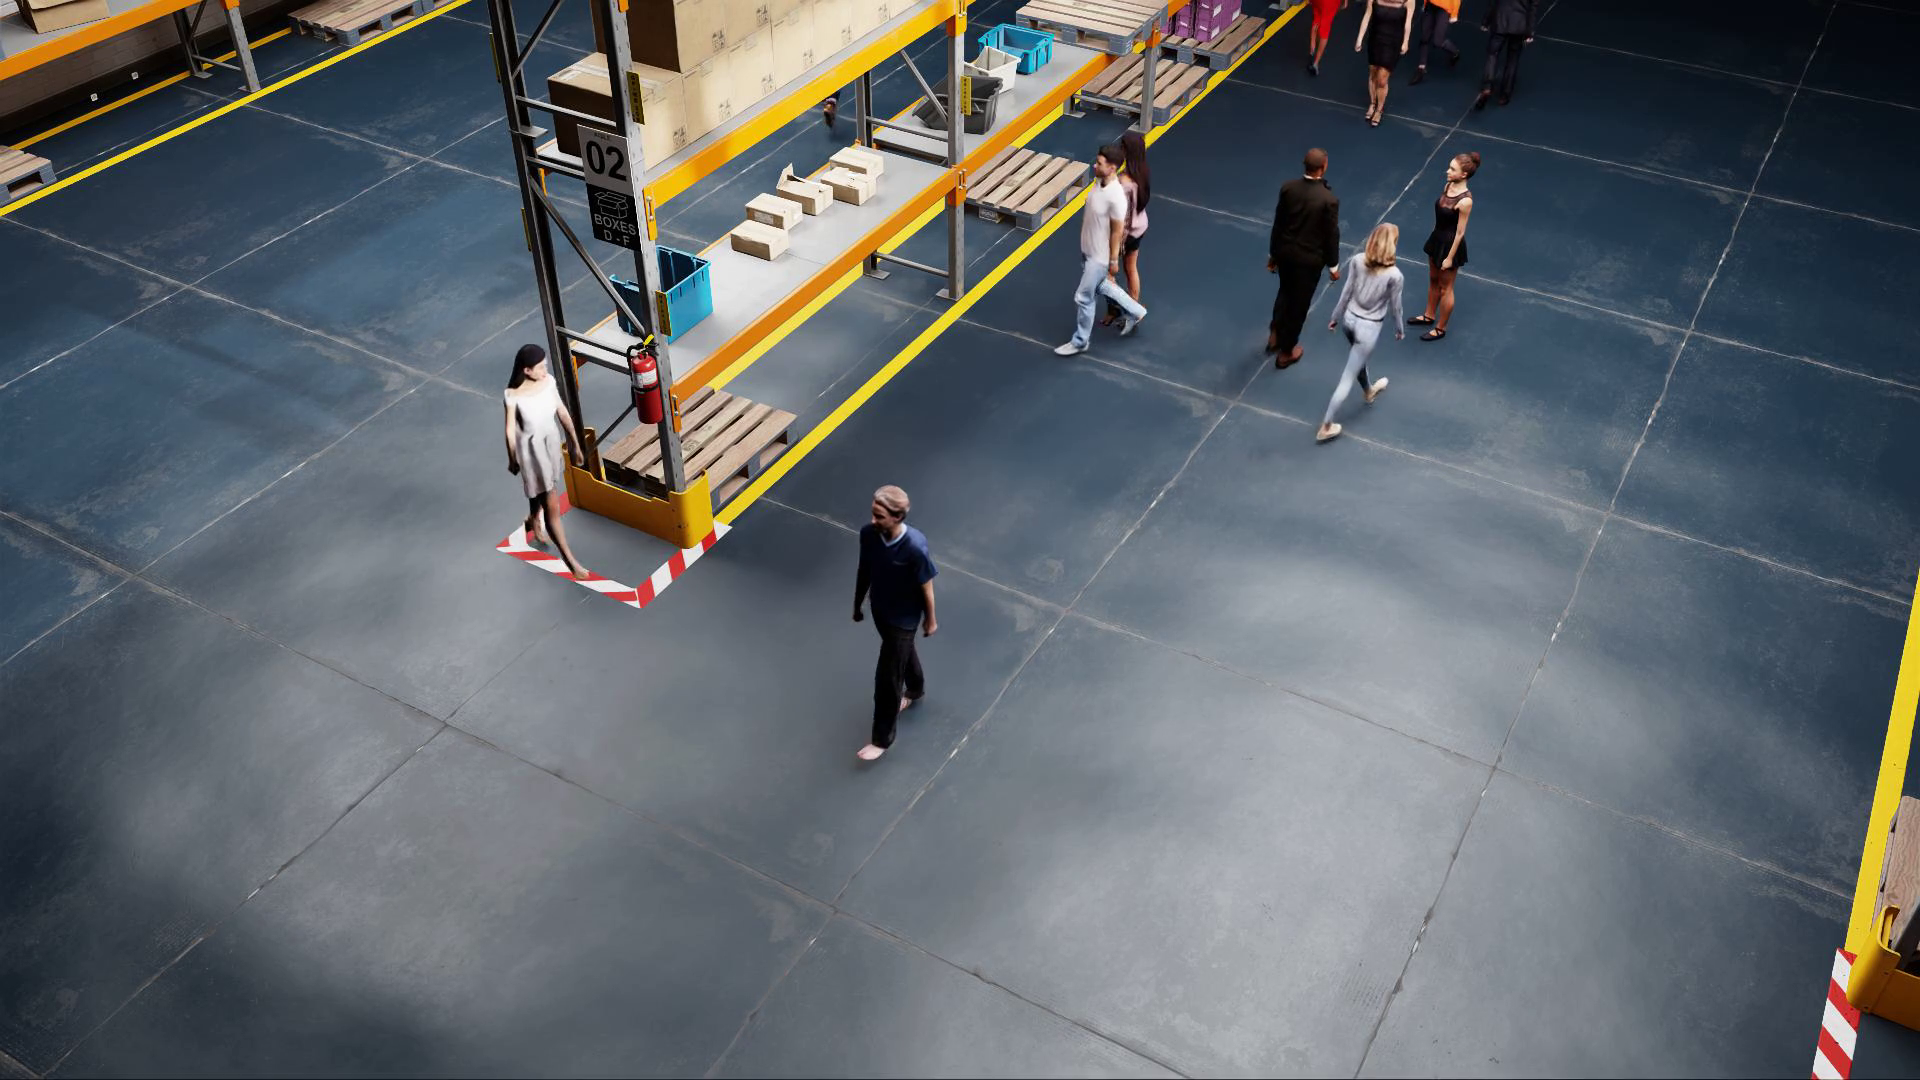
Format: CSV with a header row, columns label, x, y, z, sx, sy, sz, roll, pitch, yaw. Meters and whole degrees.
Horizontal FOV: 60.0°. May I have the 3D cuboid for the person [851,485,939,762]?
label,x,y,z,sx,sy,sz,roll,pitch,yaw
person,-0.334,0.402,10.219,0.789,1.838,1.041,28,46,30

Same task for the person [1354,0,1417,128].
label,x,y,z,sx,sy,sz,roll,pitch,yaw
person,4.439,-5.175,17.311,0.660,1.702,0.643,22,43,25

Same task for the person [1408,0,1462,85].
label,x,y,z,sx,sy,sz,roll,pitch,yaw
person,5.274,-5.758,18.017,0.954,1.731,0.857,-16,41,-19

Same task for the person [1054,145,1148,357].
label,x,y,z,sx,sy,sz,roll,pitch,yaw
person,1.215,-2.401,13.725,1.137,1.841,1.117,-7,39,-9

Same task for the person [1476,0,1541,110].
label,x,y,z,sx,sy,sz,roll,pitch,yaw
person,5.767,-5.386,17.516,0.815,1.775,1.007,14,41,17

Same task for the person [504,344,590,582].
label,x,y,z,sx,sy,sz,roll,pitch,yaw
person,-2.976,-0.616,11.580,0.837,1.728,1.065,29,47,32

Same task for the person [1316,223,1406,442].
label,x,y,z,sx,sy,sz,roll,pitch,yaw
person,3.021,-1.552,12.742,1.243,1.742,0.905,-28,47,-31

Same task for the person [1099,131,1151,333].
label,x,y,z,sx,sy,sz,roll,pitch,yaw
person,1.488,-2.544,13.937,0.698,1.801,0.543,23,44,26

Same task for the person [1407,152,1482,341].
label,x,y,z,sx,sy,sz,roll,pitch,yaw
person,4.090,-2.474,13.951,0.740,1.673,0.670,-6,39,-7

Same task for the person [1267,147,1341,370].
label,x,y,z,sx,sy,sz,roll,pitch,yaw
person,2.715,-2.237,13.479,0.778,1.892,0.749,30,48,32

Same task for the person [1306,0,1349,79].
label,x,y,z,sx,sy,sz,roll,pitch,yaw
person,3.975,-5.885,18.175,0.593,1.732,0.602,17,42,21
